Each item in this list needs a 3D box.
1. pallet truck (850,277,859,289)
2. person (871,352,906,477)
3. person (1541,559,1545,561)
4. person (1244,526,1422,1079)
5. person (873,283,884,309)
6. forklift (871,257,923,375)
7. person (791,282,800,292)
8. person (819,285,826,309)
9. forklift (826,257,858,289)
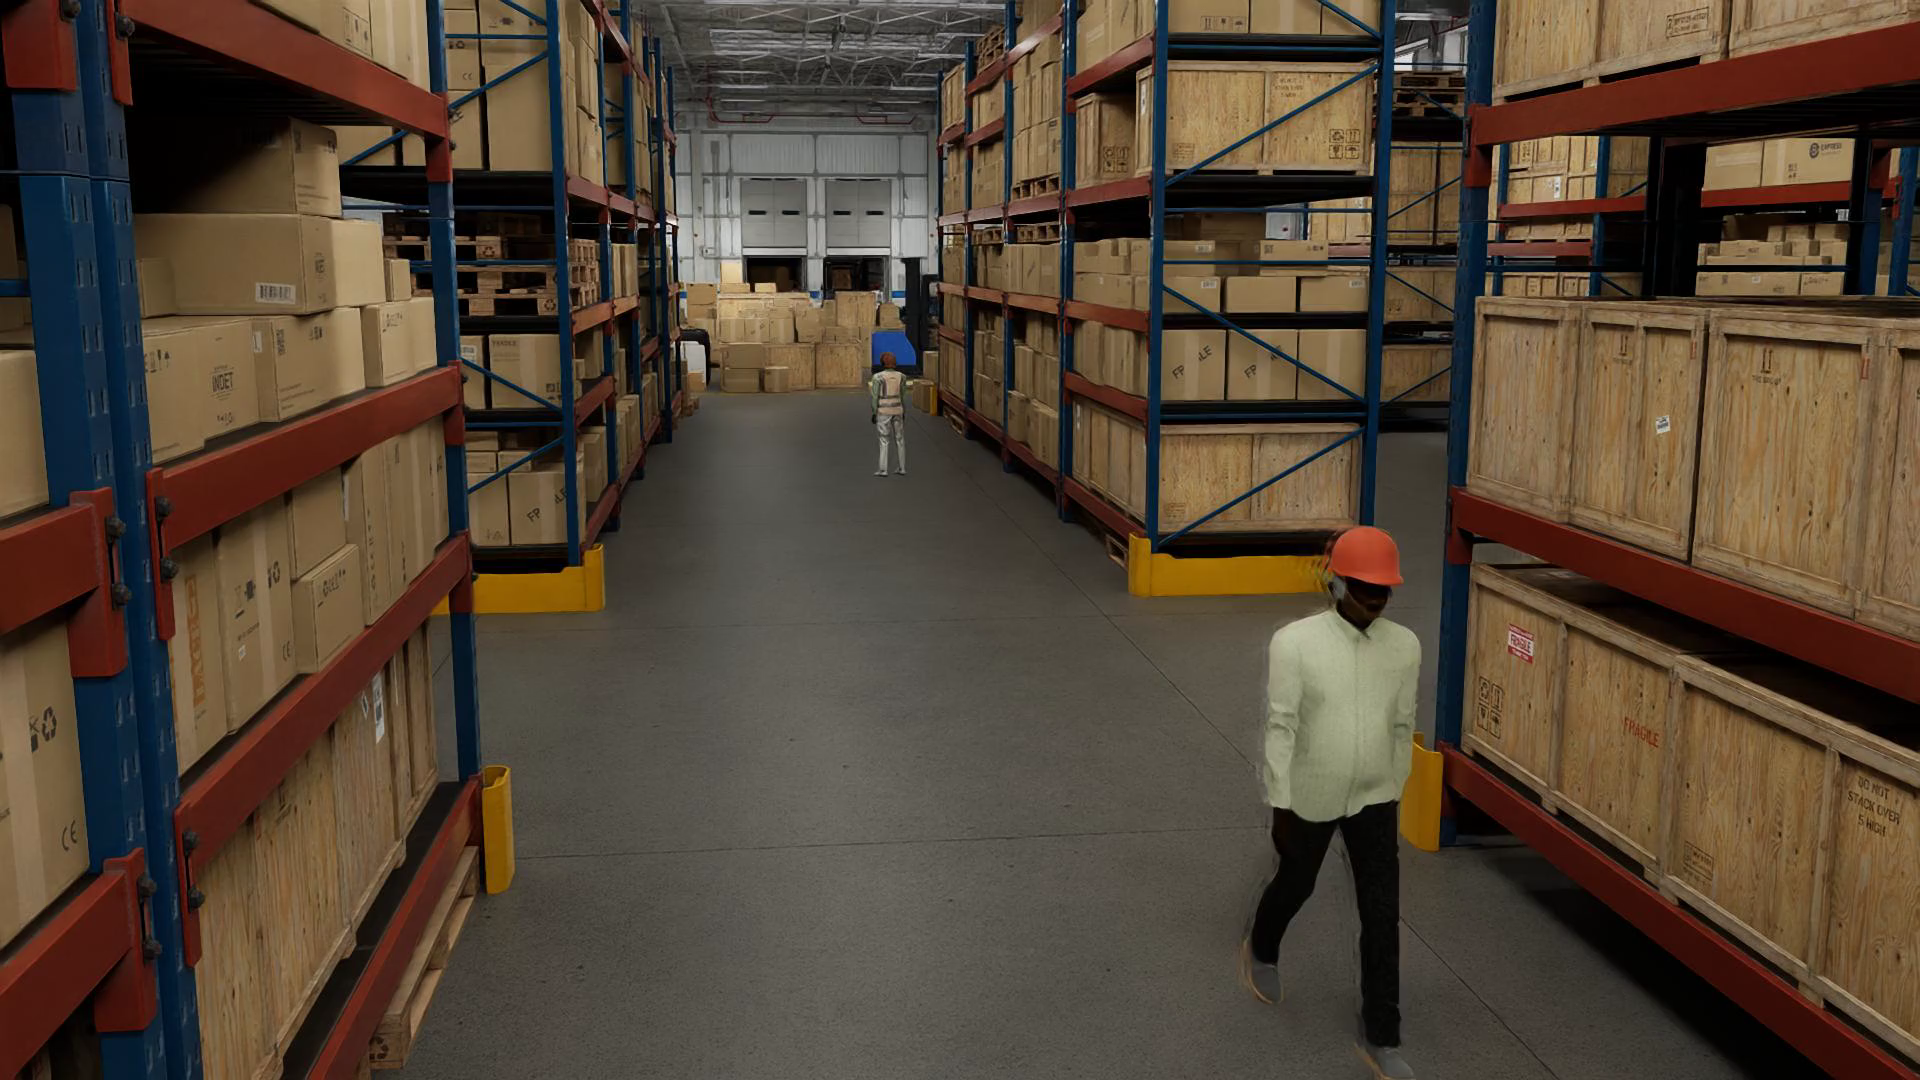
[{"bbox_3d":[-3.782,-9.391,65.808,1.885,1.965,0.823,2,10,10],"label":"pallet truck"},{"bbox_3d":[-0.926,-1.644,21.784,0.511,1.630,0.315,-6,12,-33],"label":"person"},{"bbox_3d":[3.439,0.419,9.160,0.530,1.831,0.595,0,10,0],"label":"person"},{"bbox_3d":[1.353,0.892,6.086,0.620,1.958,0.981,-2,10,-11],"label":"person"},{"bbox_3d":[-3.034,-8.467,60.794,0.617,1.868,0.410,4,11,22],"label":"person"},{"bbox_3d":[-1.133,-5.266,39.221,1.873,2.768,1.129,0,10,2],"label":"forklift"},{"bbox_3d":[-6.012,-8.404,60.289,0.681,1.922,0.642,-4,10,-21],"label":"person"},{"bbox_3d":[-5.713,-9.878,69.725,0.450,1.621,0.551,-2,10,-12],"label":"person"},{"bbox_3d":[-3.358,-6.666,47.375,1.129,2.768,1.873,-1,10,-7],"label":"forklift"}]
